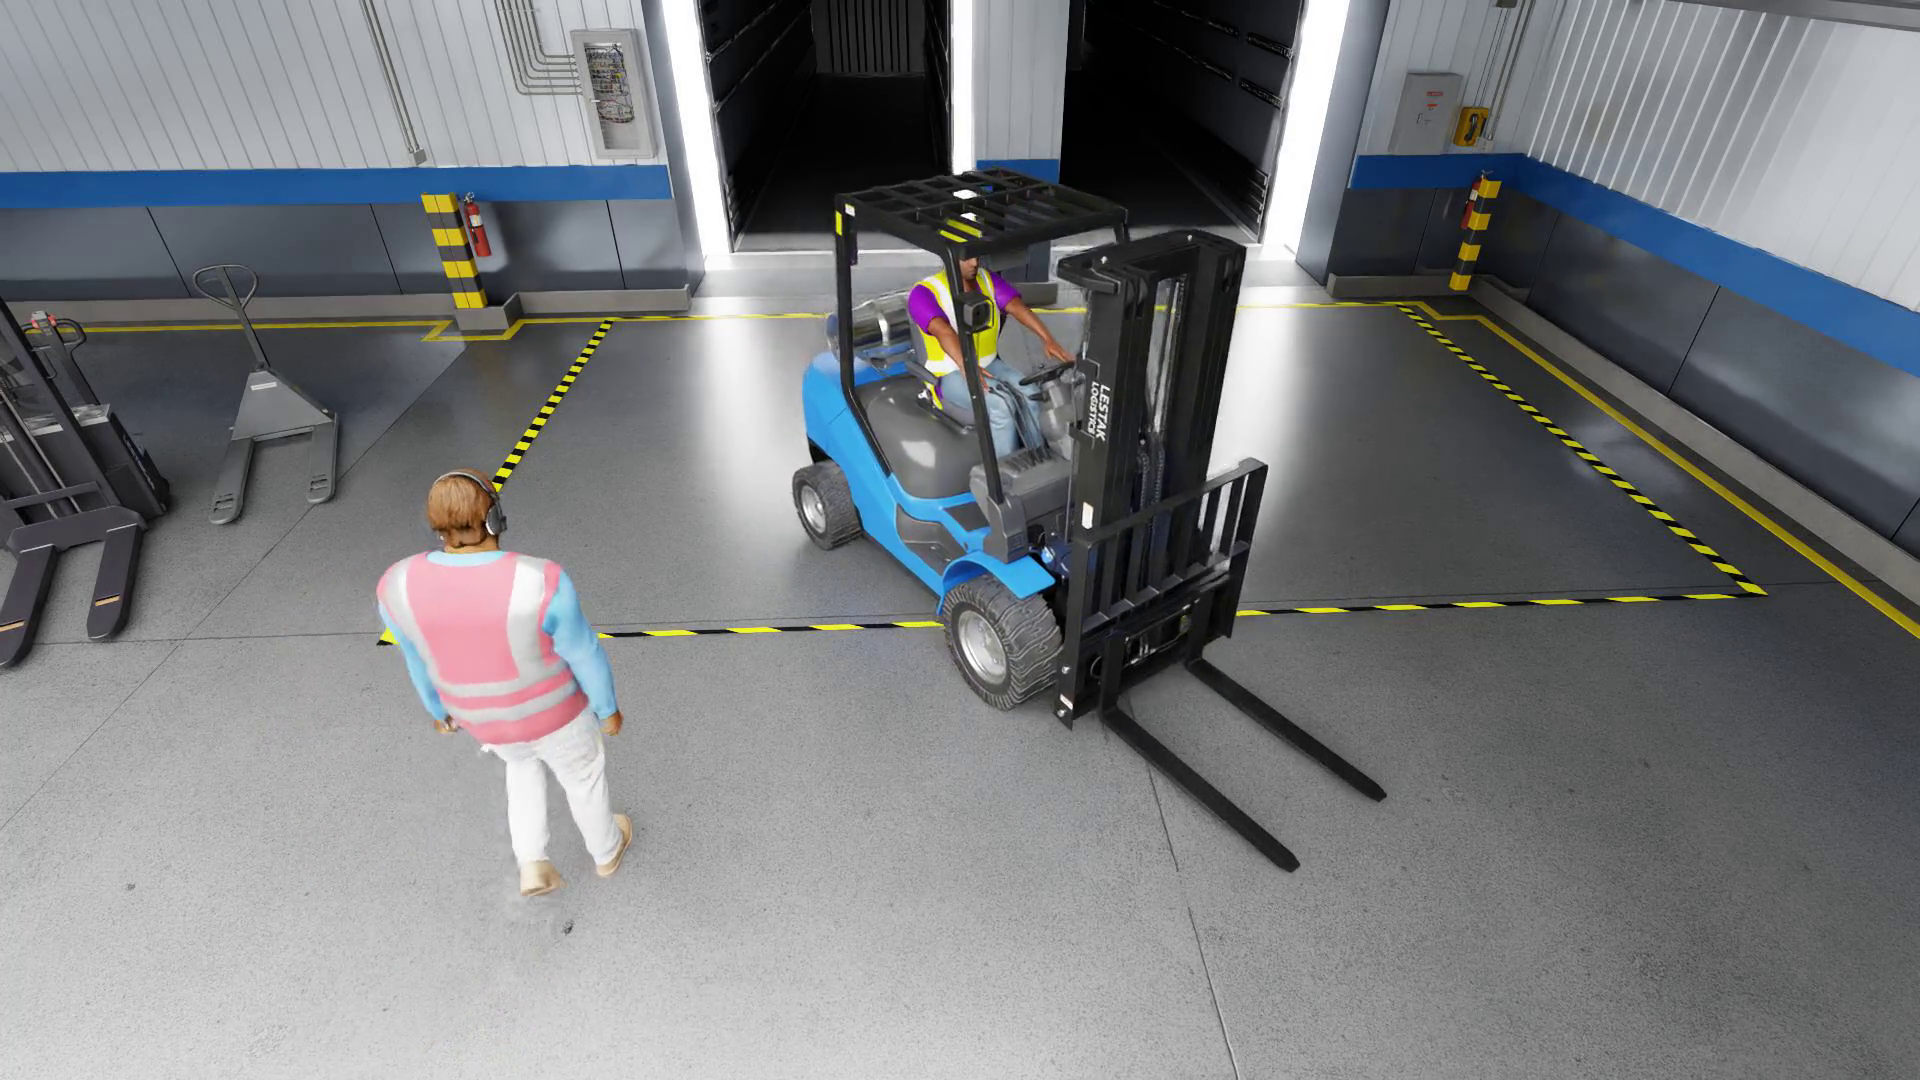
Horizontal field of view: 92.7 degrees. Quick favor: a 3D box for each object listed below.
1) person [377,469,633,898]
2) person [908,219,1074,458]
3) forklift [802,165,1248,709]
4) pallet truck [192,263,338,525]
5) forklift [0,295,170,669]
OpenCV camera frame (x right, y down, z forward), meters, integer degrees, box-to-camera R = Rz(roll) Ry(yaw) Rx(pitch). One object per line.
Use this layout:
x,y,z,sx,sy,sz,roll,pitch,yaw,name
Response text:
-1.566,0.627,3.249,0.678,1.814,0.573,-2,35,-2,person
0.184,-0.871,4.603,0.635,1.294,1.004,-22,41,-29,person
0.156,-0.747,4.753,1.157,2.036,2.680,-22,41,-29,forklift
-4.778,-1.027,6.128,0.680,1.201,1.601,-17,38,-23,pallet truck
-5.212,-0.618,4.878,0.823,1.965,1.885,-20,39,-26,forklift
